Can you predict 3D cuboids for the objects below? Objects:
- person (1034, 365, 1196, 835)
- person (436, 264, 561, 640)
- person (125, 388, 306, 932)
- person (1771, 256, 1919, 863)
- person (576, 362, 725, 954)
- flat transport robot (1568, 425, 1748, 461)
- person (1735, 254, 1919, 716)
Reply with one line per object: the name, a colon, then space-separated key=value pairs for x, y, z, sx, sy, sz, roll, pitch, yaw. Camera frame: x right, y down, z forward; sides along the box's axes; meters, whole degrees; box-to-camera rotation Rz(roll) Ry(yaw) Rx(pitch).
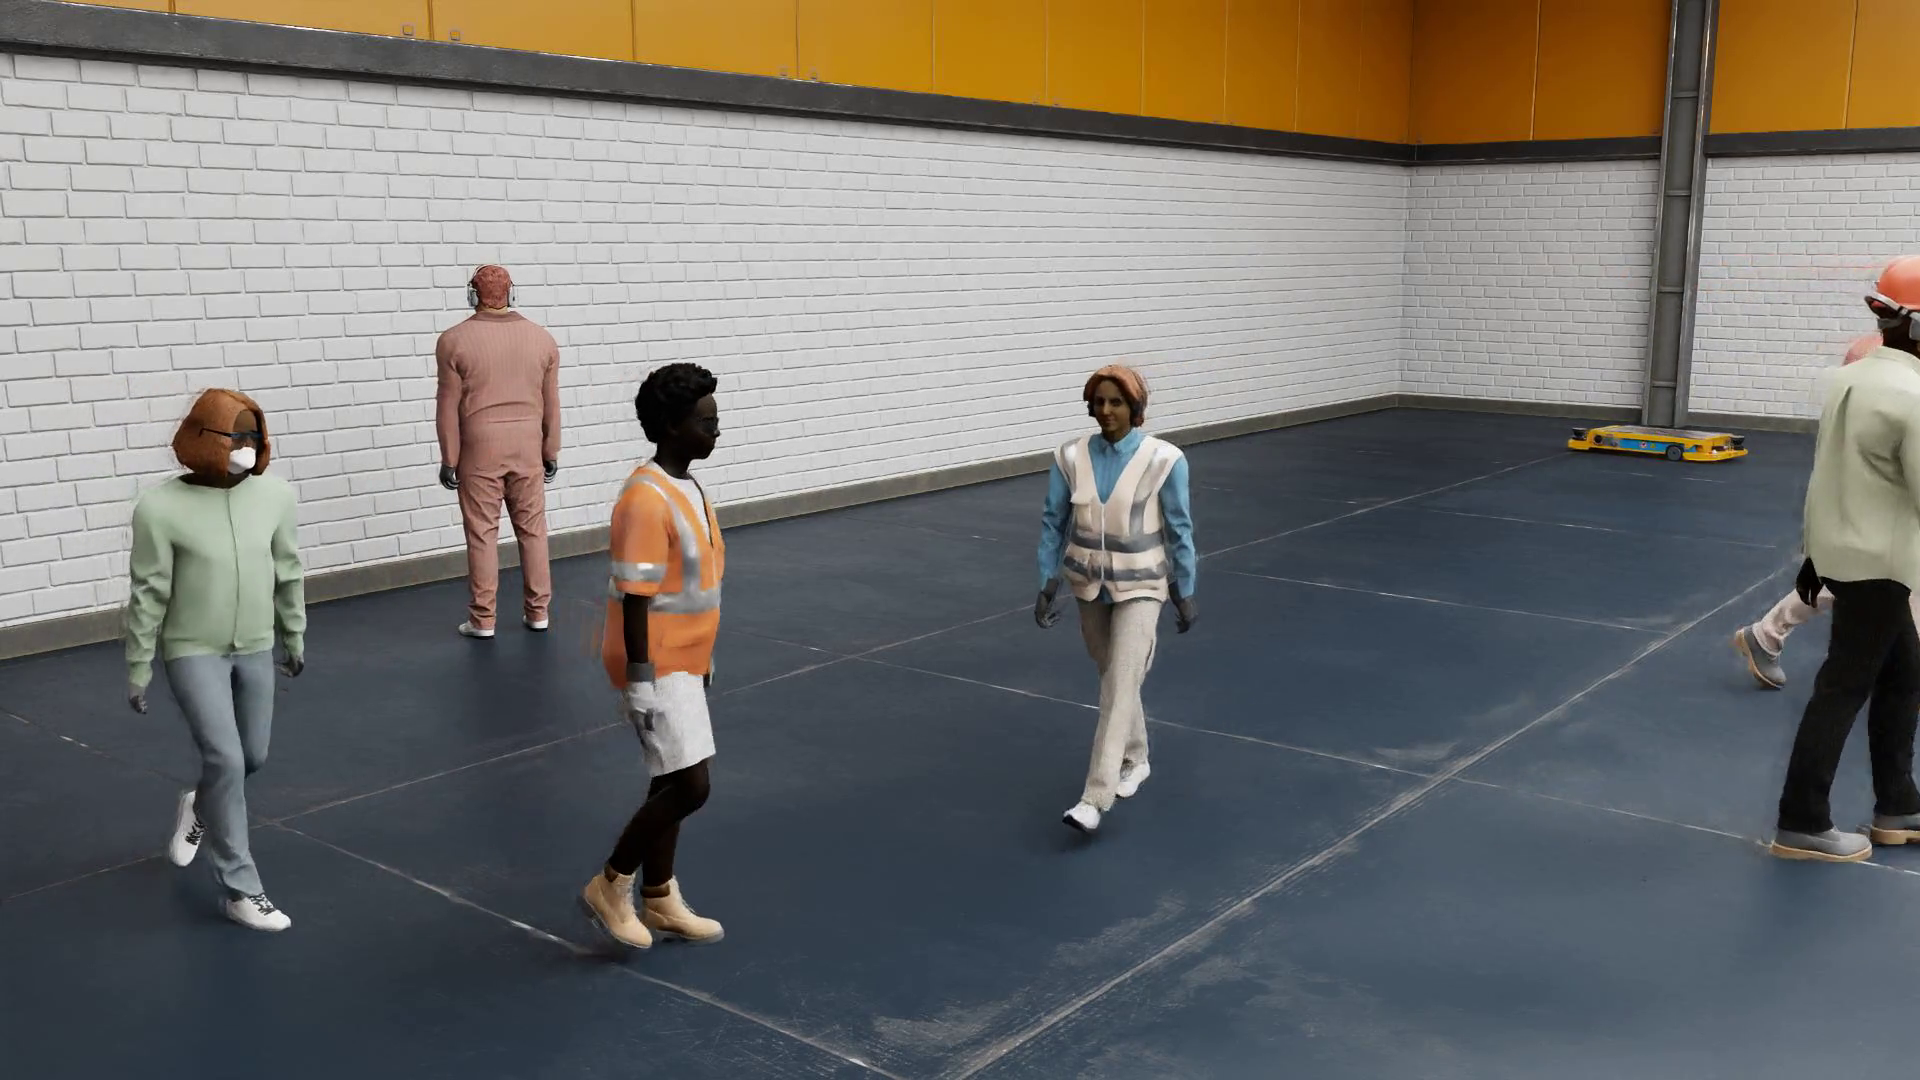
person: x=0.513 y=0.193 z=5.767 sx=0.539 sy=1.588 sz=0.870 roll=6 pitch=12 yaw=30
person: x=-2.359 y=-0.448 z=8.515 sx=0.640 sy=1.902 sz=0.402 roll=-8 pitch=13 yaw=-36
person: x=-2.263 y=0.330 z=5.017 sx=0.693 sy=1.605 sz=0.535 roll=7 pitch=12 yaw=35
person: x=3.056 y=0.092 z=5.310 sx=0.812 sy=1.964 sz=0.662 roll=1 pitch=10 yaw=6
person: x=-0.816 y=0.349 z=4.649 sx=0.341 sy=1.685 sz=0.559 roll=1 pitch=10 yaw=7
flat transport robot: x=6.561 y=-0.926 z=15.665 sx=0.652 sy=0.197 sz=1.431 roll=-9 pitch=14 yaw=-41
person: x=3.904 y=-0.238 z=7.147 sx=0.614 sy=1.969 sz=0.898 roll=-6 pitch=12 yaw=-31
